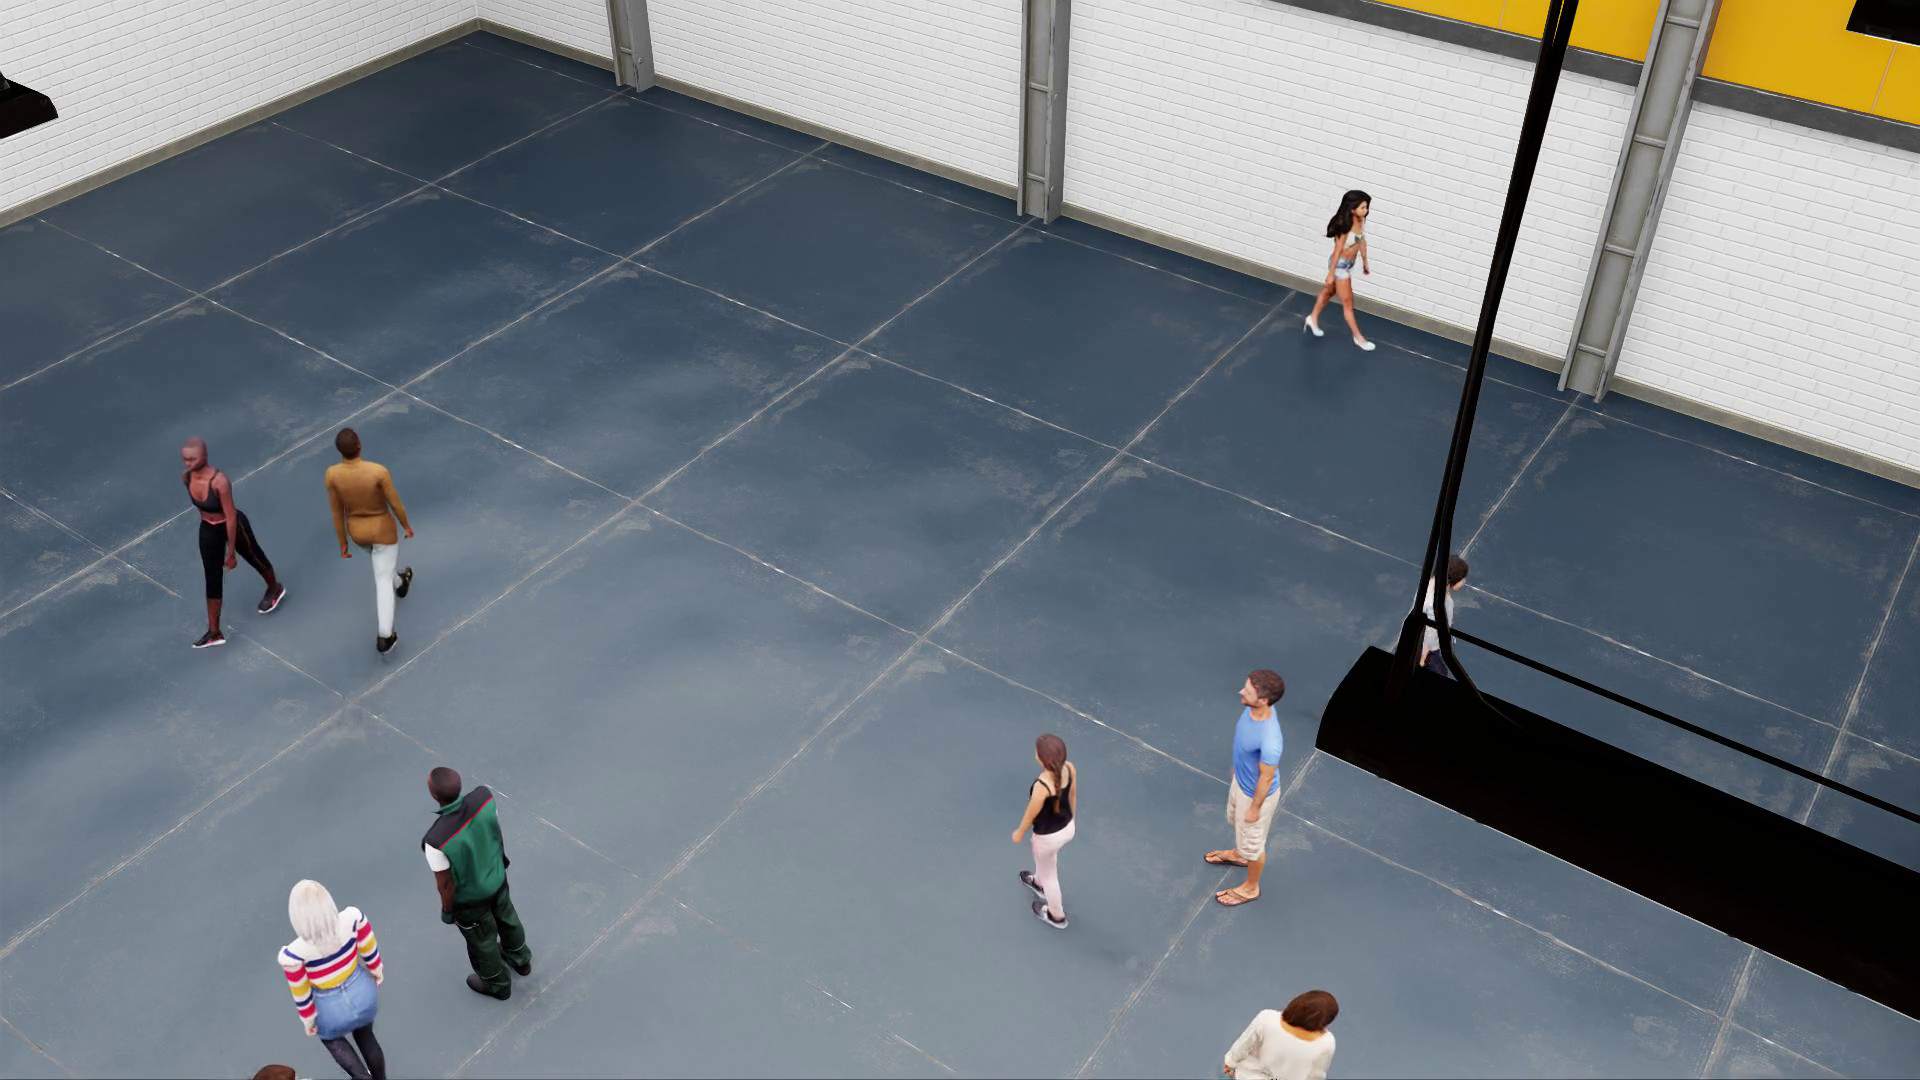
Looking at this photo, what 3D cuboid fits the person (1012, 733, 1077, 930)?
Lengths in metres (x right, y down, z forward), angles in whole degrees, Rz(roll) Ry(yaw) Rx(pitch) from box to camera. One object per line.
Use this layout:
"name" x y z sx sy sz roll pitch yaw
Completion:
"person" 0.613 1.811 10.152 0.735 1.550 0.581 30 47 32

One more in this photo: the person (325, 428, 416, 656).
"person" -4.320 0.019 12.220 1.240 1.768 1.193 -1 39 -2

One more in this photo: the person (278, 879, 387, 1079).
"person" -3.309 2.549 9.029 0.761 1.797 0.733 32 48 34

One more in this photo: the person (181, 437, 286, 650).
"person" -5.387 -0.095 12.402 1.170 1.720 0.925 10 40 13

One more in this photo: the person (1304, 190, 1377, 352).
"person" 3.510 -2.552 15.586 0.992 1.585 0.600 26 45 29

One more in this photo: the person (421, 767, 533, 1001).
"person" -2.823 1.997 9.689 0.609 1.837 0.704 19 42 22

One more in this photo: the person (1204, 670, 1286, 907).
"person" 1.826 1.501 10.288 0.784 1.863 0.751 -2 39 -3

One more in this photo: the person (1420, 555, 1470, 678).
"person" 3.153 0.708 11.551 0.917 1.527 0.779 4 39 5

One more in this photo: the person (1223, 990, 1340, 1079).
"person" 1.616 2.881 8.737 0.574 1.643 0.789 8 39 10
